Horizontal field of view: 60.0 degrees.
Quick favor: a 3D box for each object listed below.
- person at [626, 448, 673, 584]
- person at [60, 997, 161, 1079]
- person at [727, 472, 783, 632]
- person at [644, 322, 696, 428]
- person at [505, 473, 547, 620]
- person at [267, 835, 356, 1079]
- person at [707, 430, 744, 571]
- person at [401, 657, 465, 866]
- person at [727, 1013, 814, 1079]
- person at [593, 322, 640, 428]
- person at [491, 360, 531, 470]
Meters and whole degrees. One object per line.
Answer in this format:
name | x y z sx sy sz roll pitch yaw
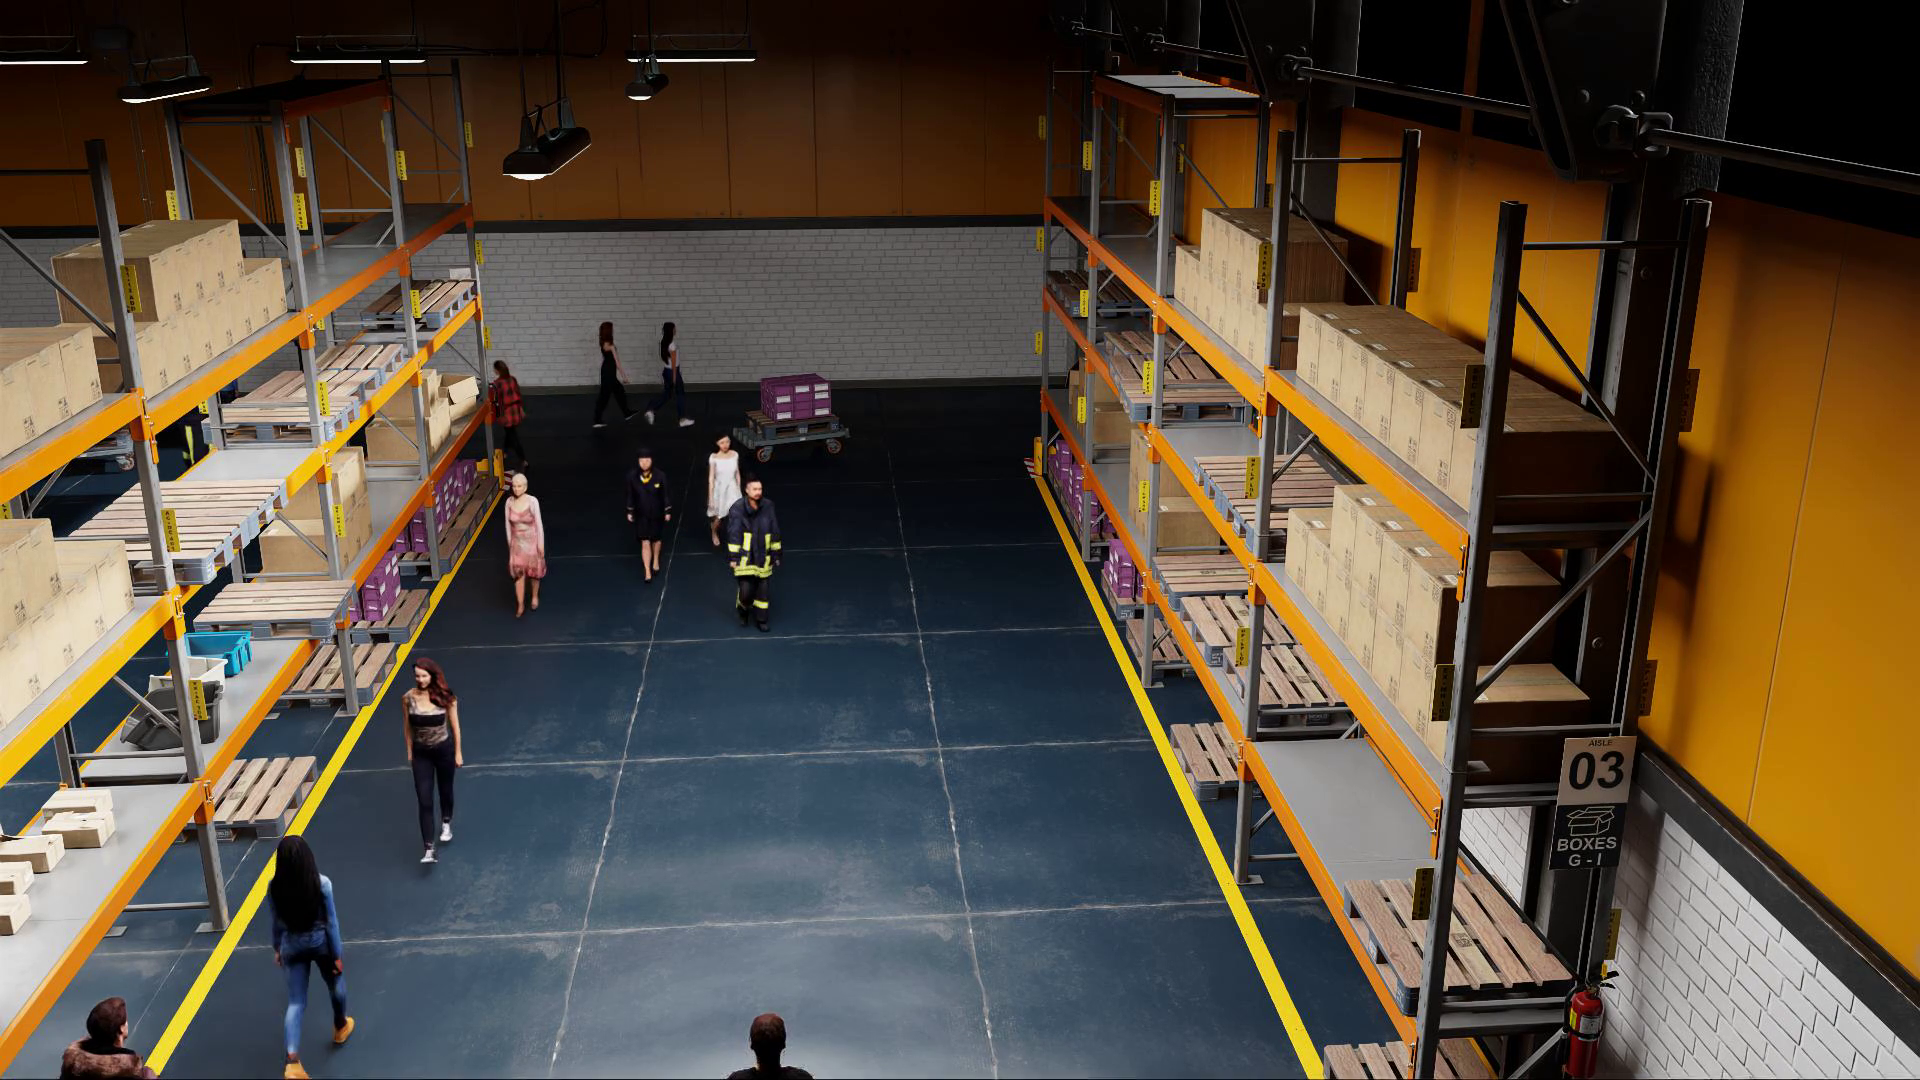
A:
person | -3.775 -0.317 20.319 0.721 1.634 1.016 -2 19 -7
person | -4.588 3.400 9.010 1.051 1.806 1.203 7 20 20
person | -2.345 0.120 18.683 0.880 1.849 0.885 -8 20 -23
person | -4.783 -2.667 27.108 1.000 1.754 1.083 -12 22 -32
person | -5.003 0.023 19.257 0.612 1.666 0.861 -2 19 -5
person | -4.346 2.799 11.001 0.652 1.674 1.168 0 19 -1
person | -2.965 -0.518 20.755 0.856 1.736 1.226 -8 20 -22
person | -4.393 1.777 13.946 0.689 1.732 1.122 -4 19 -10
person | -1.027 3.426 8.904 0.745 1.825 1.197 -3 19 -9
person | -5.834 -2.667 27.197 0.996 1.698 1.103 -12 22 -31
person | -6.678 -1.817 24.762 1.153 1.641 1.108 15 24 38
